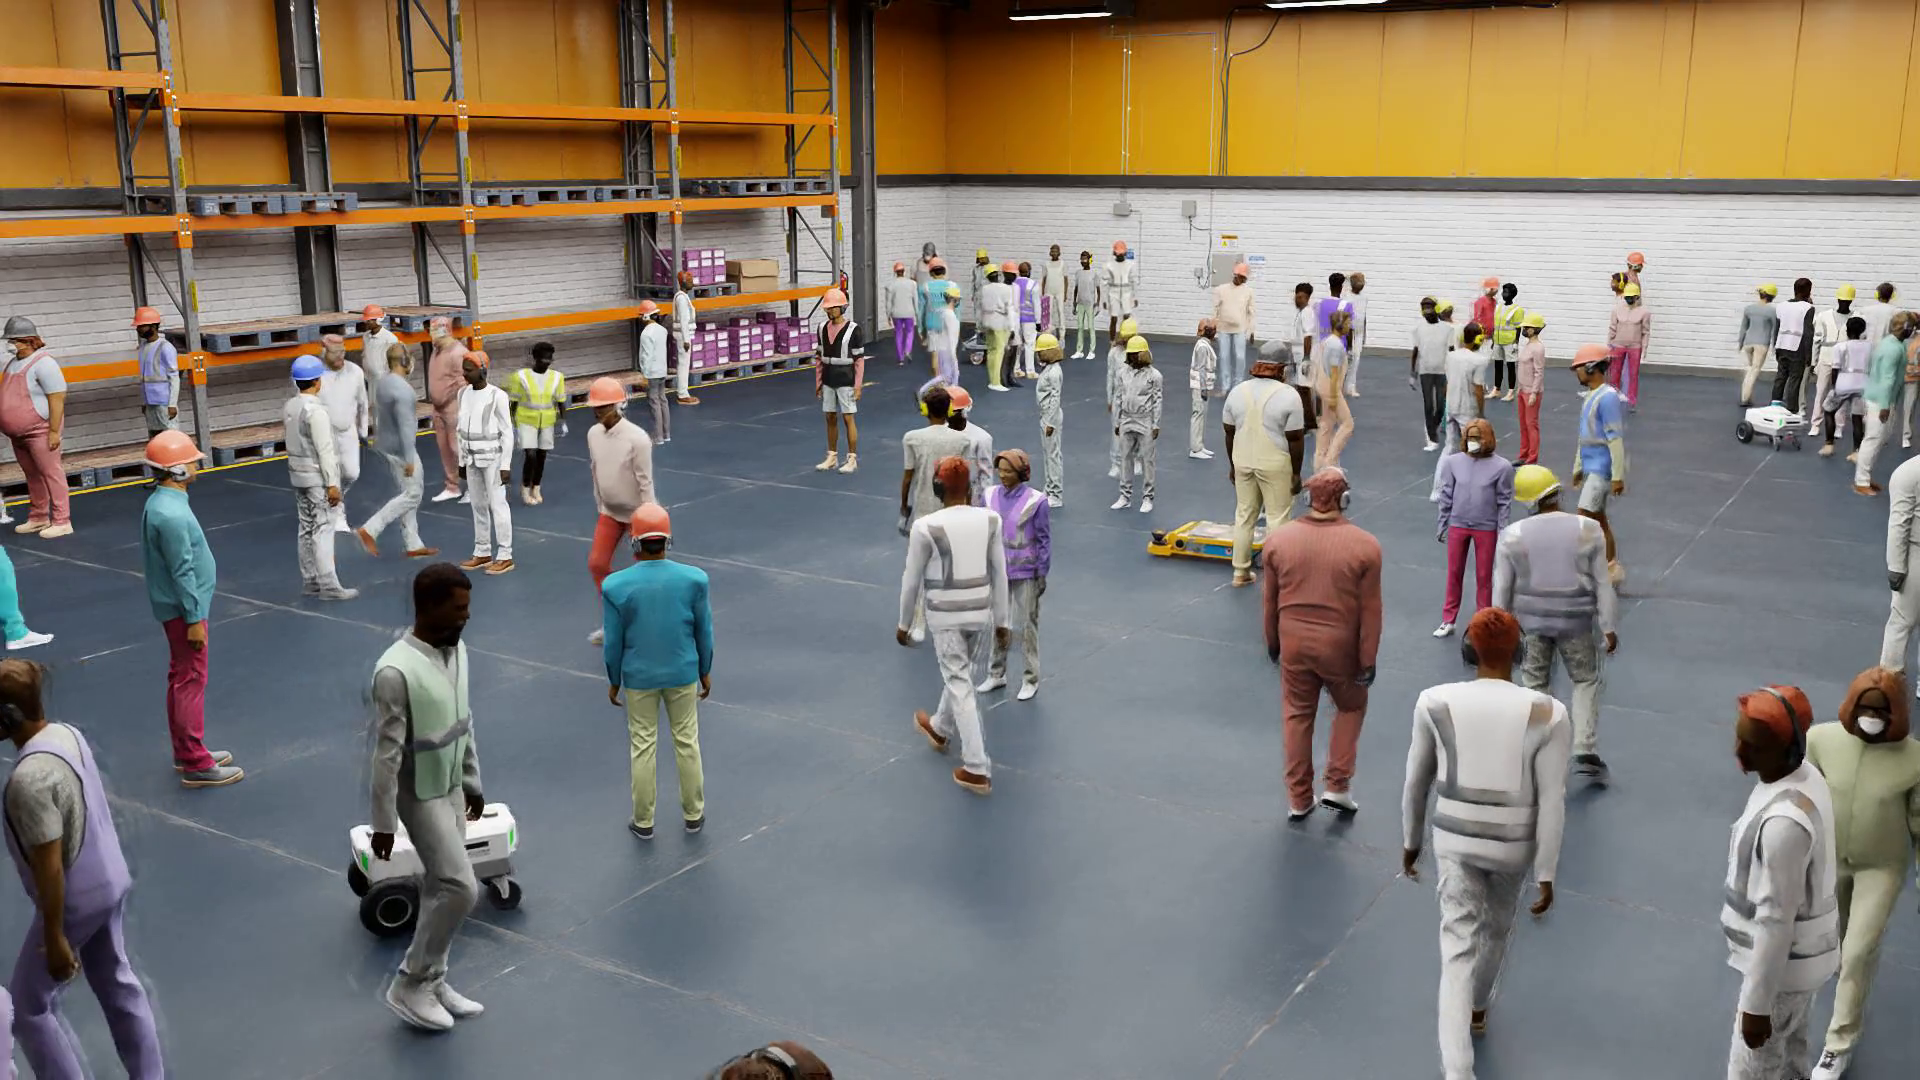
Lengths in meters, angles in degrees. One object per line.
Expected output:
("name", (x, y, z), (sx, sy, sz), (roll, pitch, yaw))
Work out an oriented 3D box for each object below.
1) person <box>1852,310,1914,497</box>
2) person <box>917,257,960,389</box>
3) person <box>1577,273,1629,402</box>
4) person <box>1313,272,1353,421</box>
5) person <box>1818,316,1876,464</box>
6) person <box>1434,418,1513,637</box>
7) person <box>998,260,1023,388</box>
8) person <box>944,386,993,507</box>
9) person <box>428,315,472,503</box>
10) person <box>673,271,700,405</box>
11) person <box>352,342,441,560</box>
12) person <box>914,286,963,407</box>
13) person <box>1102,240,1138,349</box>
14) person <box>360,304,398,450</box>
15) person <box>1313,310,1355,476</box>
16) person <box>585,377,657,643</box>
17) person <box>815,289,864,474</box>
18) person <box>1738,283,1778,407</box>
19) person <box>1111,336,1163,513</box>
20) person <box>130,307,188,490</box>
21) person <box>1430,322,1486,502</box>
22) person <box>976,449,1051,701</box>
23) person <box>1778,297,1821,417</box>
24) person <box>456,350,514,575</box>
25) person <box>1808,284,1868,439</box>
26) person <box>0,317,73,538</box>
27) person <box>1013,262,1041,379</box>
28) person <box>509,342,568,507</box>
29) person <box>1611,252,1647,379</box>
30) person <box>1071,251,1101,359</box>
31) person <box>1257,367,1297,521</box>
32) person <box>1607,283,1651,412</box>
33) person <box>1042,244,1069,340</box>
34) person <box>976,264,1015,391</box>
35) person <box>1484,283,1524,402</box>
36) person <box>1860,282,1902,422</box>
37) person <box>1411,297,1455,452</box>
("person", (9.539, -1.398, 17.162), (0.399, 1.921, 0.766), (7, 15, 28))
("person", (-0.314, -3.167, 24.583), (0.624, 2.011, 0.808), (0, 13, -2))
("person", (9.275, -2.889, 23.776), (0.851, 1.837, 0.556), (2, 13, 10))
("person", (4.960, -2.567, 22.100), (0.614, 1.965, 0.361), (13, 18, 43))
("person", (10.236, -1.729, 19.135), (0.542, 1.660, 0.617), (0, 13, -1))
("person", (3.703, -0.073, 12.015), (0.509, 1.631, 0.268), (8, 15, 31))
("person", (0.724, -3.263, 25.196), (0.563, 1.935, 0.369), (-11, 17, -39))
("person", (-0.026, -0.321, 12.830), (0.576, 1.747, 0.337), (8, 15, 31))
("person", (-5.168, -1.319, 16.847), (0.669, 1.910, 0.402), (12, 17, 42))
("person", (-3.904, -2.870, 23.598), (0.337, 1.882, 0.585), (-3, 13, -11))
("person", (-4.907, -0.740, 14.319), (0.646, 1.909, 0.634), (-8, 15, -32))
("person", (-0.248, -2.610, 22.815), (0.693, 1.732, 0.523), (-1, 13, -5))
("person", (2.852, -4.306, 29.551), (0.694, 2.010, 0.721), (-1, 13, -5))
("person", (-6.914, -1.925, 19.787), (0.576, 1.747, 0.337), (8, 15, 31))
("person", (4.128, -1.594, 18.184), (0.520, 1.826, 0.557), (1, 13, 2))
("person", (-2.391, -0.200, 11.872), (0.617, 1.951, 0.664), (7, 15, 29))
("person", (-1.359, -1.748, 18.381), (0.616, 2.041, 0.379), (8, 15, 31))
("person", (11.231, -2.738, 23.357), (0.613, 1.734, 0.532), (-8, 15, -30))
("person", (1.743, -1.142, 16.410), (0.494, 1.743, 0.305), (8, 15, 31))
("person", (-8.394, -1.464, 17.382), (0.553, 1.935, 0.362), (8, 15, 31))
("person", (5.030, -1.249, 16.635), (0.442, 1.854, 0.581), (-7, 15, -29))
("person", (0.341, 0.218, 10.746), (0.525, 1.637, 0.307), (8, 15, 31))
("person", (11.342, -2.491, 22.494), (0.525, 1.637, 0.307), (8, 15, 31))
("person", (-4.000, -0.650, 13.968), (0.587, 1.882, 0.342), (8, 15, 31))
("person", (10.934, -2.224, 20.730), (0.590, 1.922, 0.390), (9, 16, 33))
("person", (-8.558, -1.036, 15.301), (0.690, 2.000, 0.538), (8, 15, 31))
("person", (1.018, -3.479, 26.361), (0.628, 1.838, 0.429), (10, 16, 37))
("person", (-4.232, -1.170, 16.695), (0.556, 1.655, 0.516), (-8, 15, -32))
("person", (10.575, -3.542, 26.269), (0.389, 1.992, 0.625), (0, 13, 2))
("person", (2.181, -4.067, 28.823), (0.538, 1.869, 0.313), (8, 15, 31))
("person", (2.972, -0.940, 15.817), (0.509, 1.624, 0.306), (11, 17, 40))
("person", (9.170, -2.638, 22.851), (0.535, 1.767, 0.315), (8, 15, 31))
("person", (1.803, -4.683, 31.564), (0.507, 1.842, 0.335), (3, 13, 12))
("person", (0.511, -3.196, 25.047), (0.675, 1.878, 0.548), (8, 15, 31))
("person", (7.823, -2.836, 23.854), (0.318, 1.700, 0.536), (-7, 15, -29))
("person", (12.091, -2.466, 21.919), (0.580, 1.849, 0.390), (9, 16, 33))
("person", (5.693, -1.989, 19.911), (0.592, 1.829, 0.607), (5, 14, 20))
